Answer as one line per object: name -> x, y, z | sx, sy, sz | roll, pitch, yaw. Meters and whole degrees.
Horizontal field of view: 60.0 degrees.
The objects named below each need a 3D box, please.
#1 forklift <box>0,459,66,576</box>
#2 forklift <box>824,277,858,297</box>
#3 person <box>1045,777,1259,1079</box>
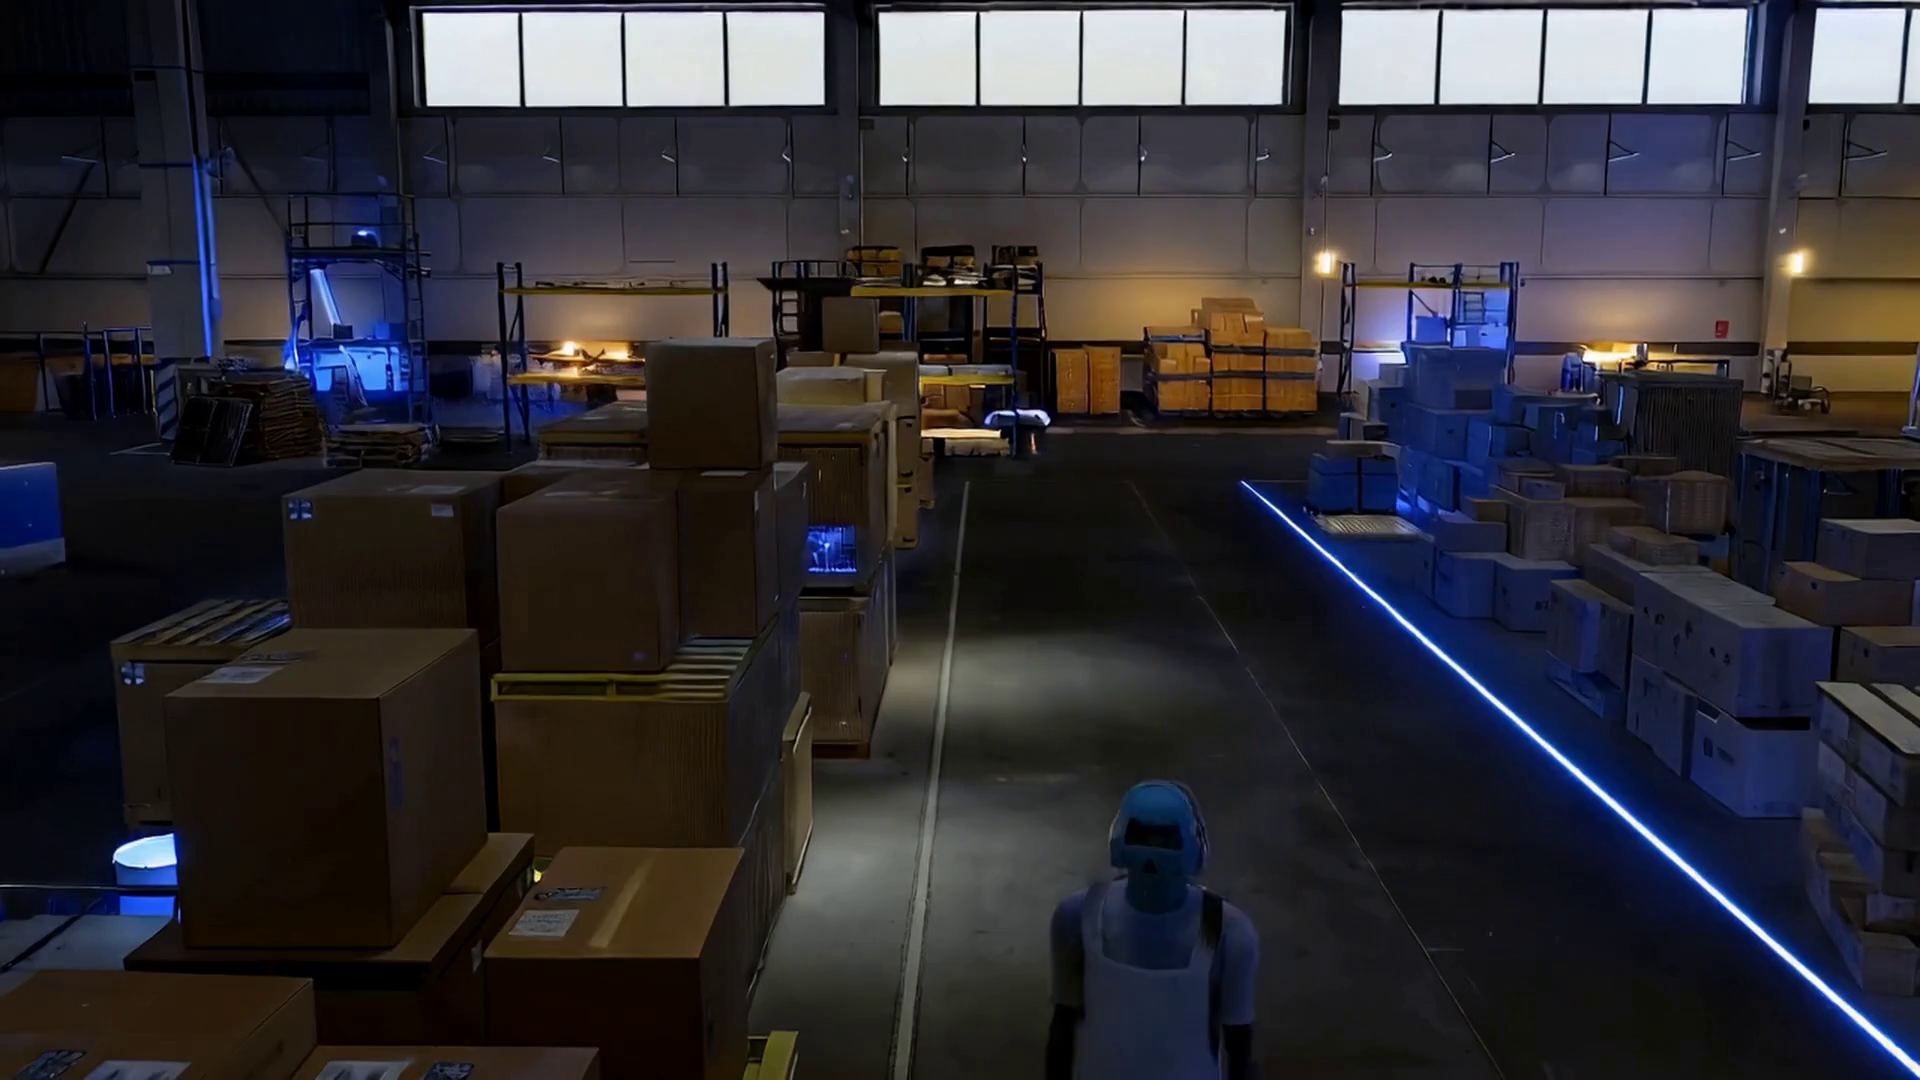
forklift -> -9.905, -1.079, 16.101 | 1.873, 2.768, 1.129 | 2, 10, 14
forklift -> -1.725, -2.400, 24.011 | 1.873, 2.768, 1.129 | 0, 9, 1
person -> 0.453, 1.453, 4.047 | 0.502, 1.833, 0.412 | 3, 10, 19
